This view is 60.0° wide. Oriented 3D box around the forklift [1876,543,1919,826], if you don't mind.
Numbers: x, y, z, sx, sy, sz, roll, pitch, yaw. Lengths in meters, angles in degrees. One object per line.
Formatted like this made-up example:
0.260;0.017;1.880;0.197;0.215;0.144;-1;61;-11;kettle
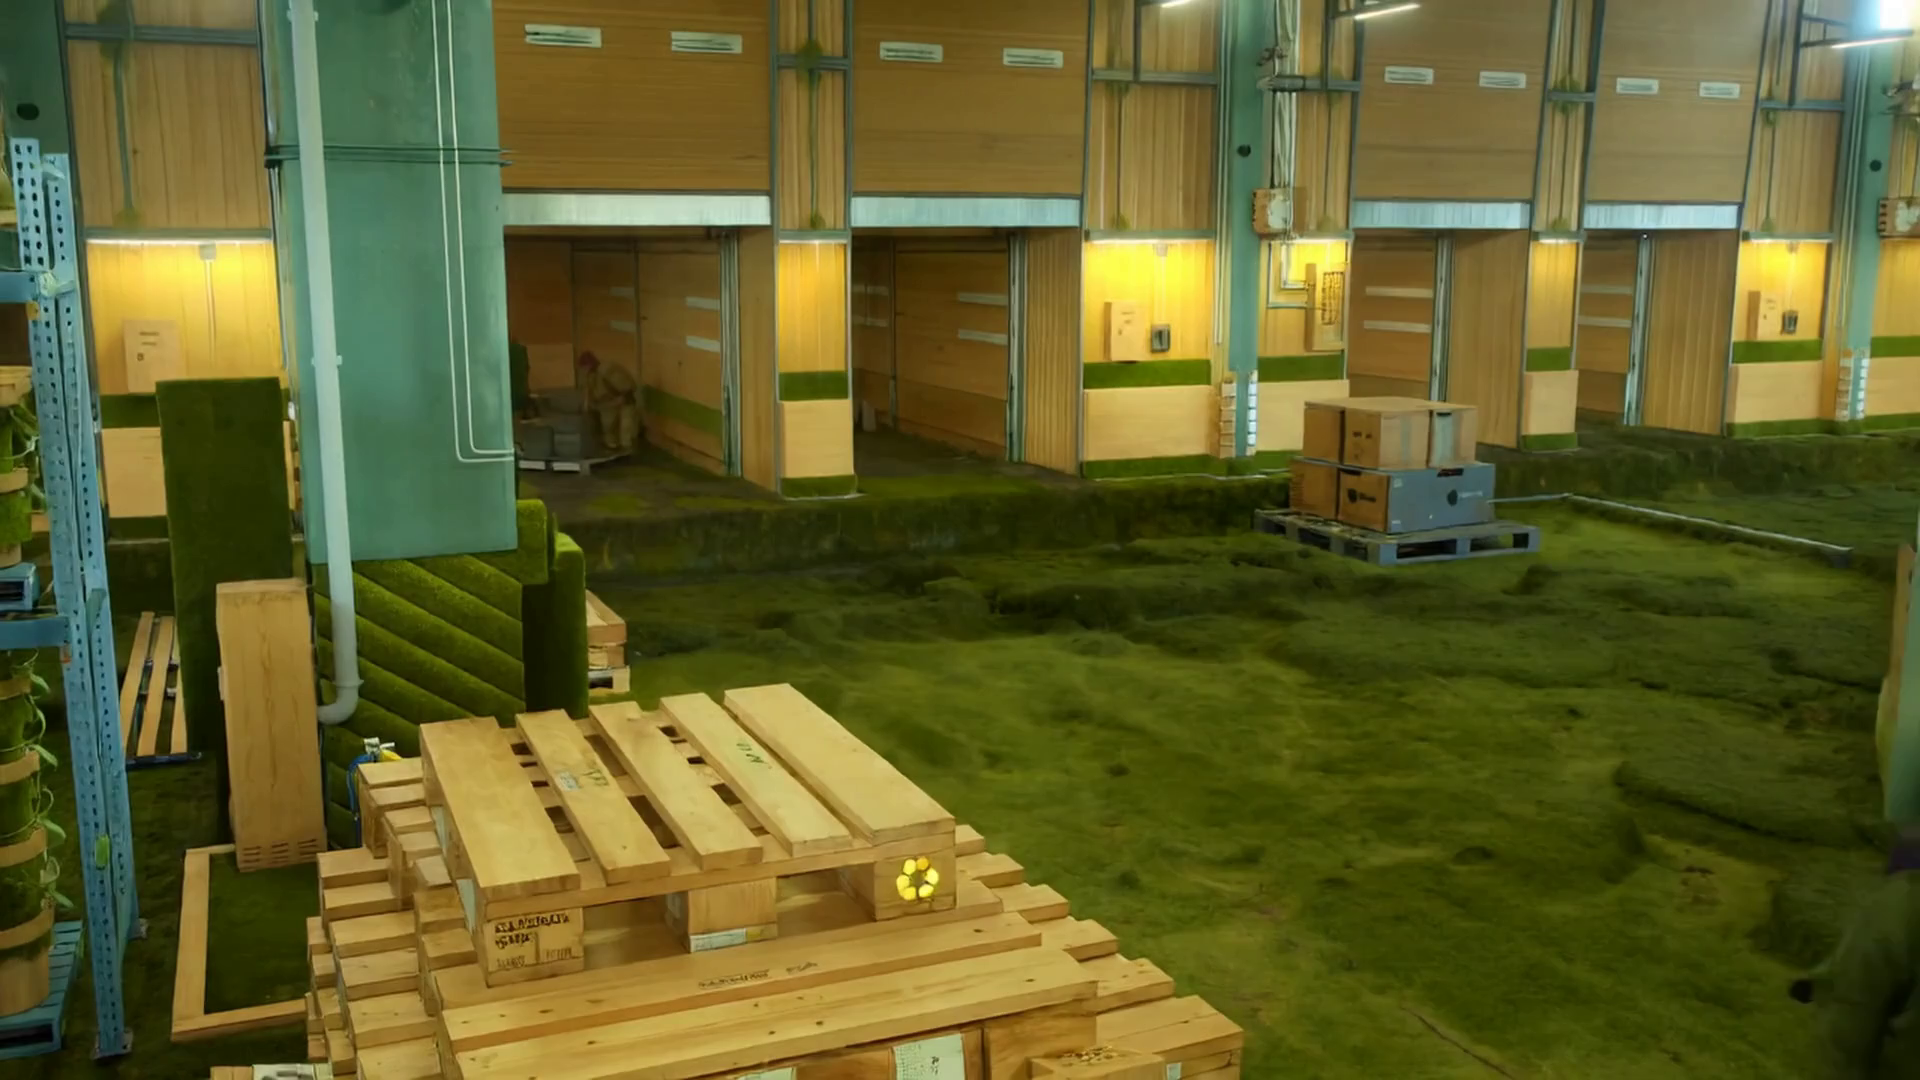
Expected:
5.205;-0.147;7.997;1.129;2.768;1.873;5;11;25;forklift
